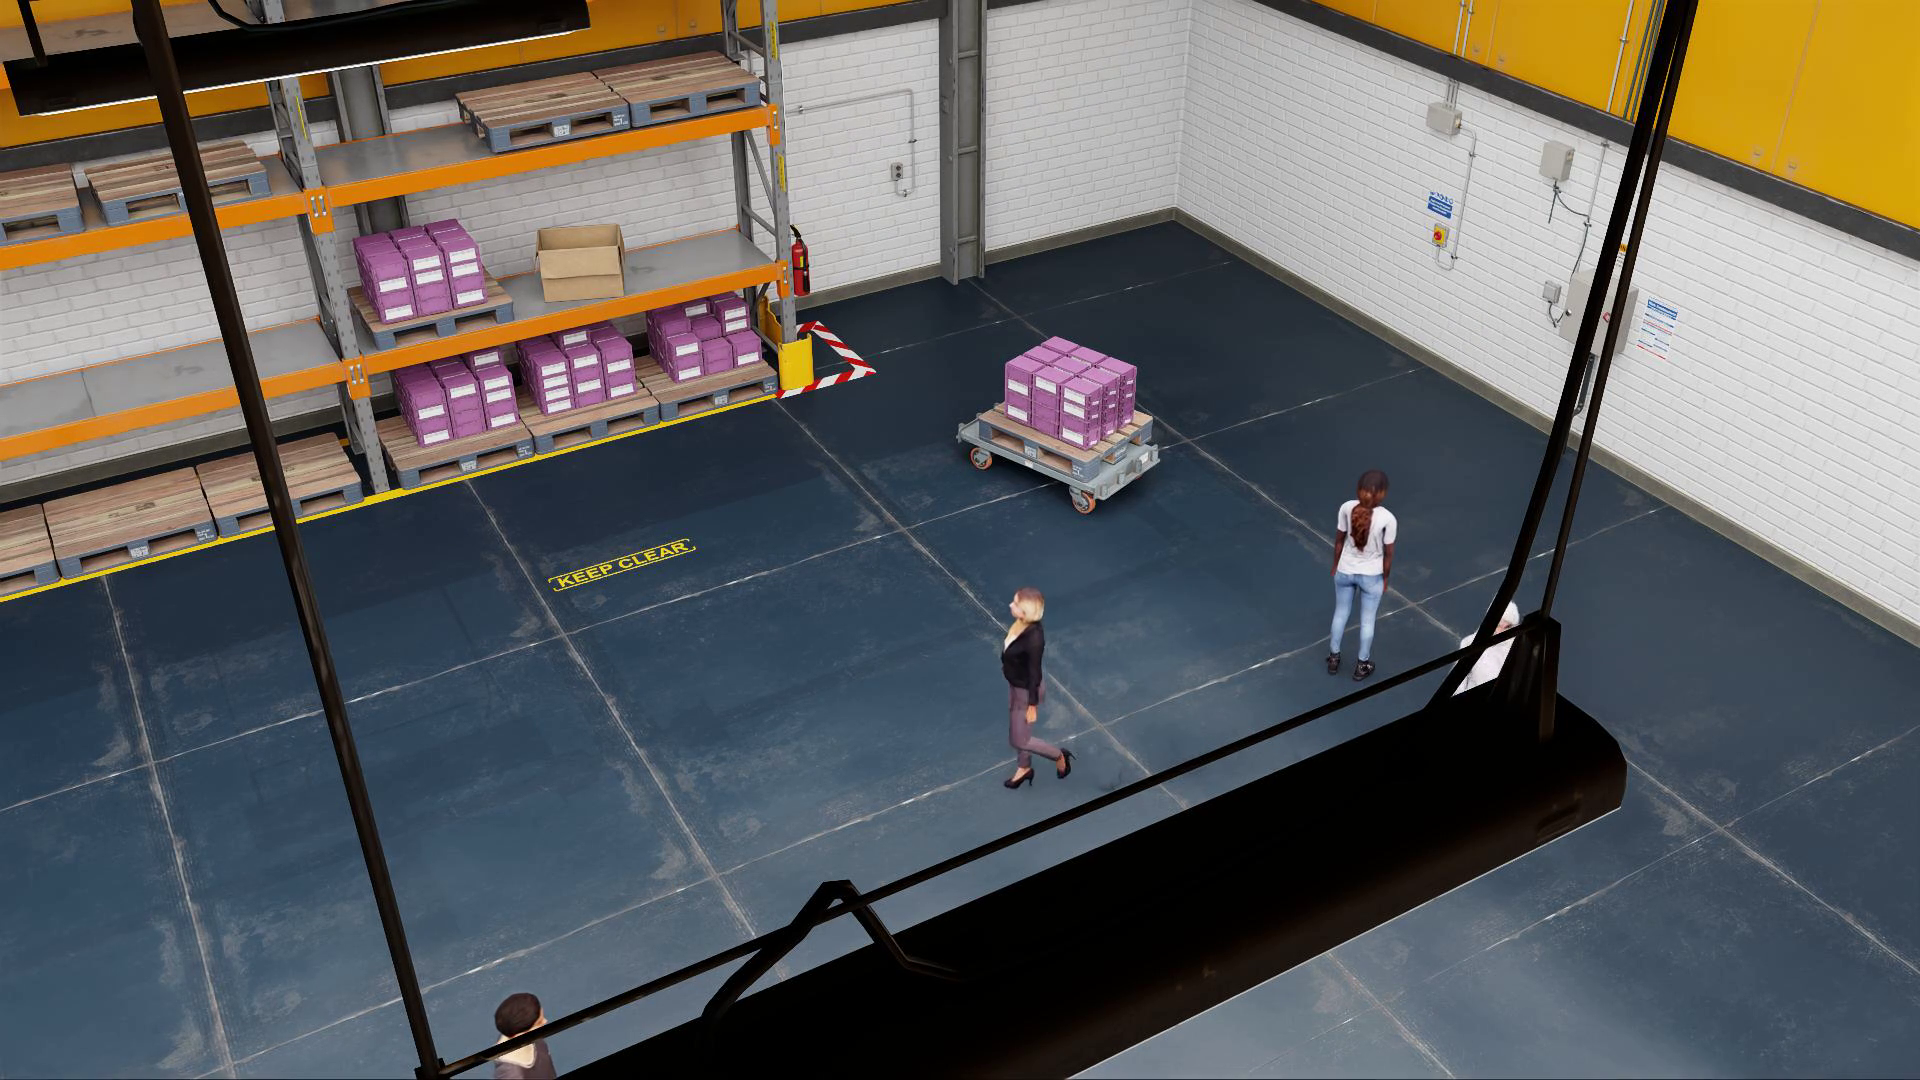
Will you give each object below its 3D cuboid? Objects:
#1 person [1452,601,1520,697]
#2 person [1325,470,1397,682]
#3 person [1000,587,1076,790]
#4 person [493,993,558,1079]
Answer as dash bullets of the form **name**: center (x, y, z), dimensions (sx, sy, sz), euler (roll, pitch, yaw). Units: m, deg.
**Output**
- **person**: center (3.408, 1.081, 10.852), dimensions (1.094, 1.725, 1.185), euler (10, 35, 15)
- **person**: center (2.909, 0.252, 12.103), dimensions (0.662, 1.720, 0.678), euler (17, 37, 24)
- **person**: center (0.527, 1.016, 11.005), dimensions (0.847, 1.664, 0.743), euler (-5, 34, -8)
- **person**: center (-2.107, 2.862, 8.184), dimensions (0.666, 1.711, 0.678), euler (-4, 34, -7)
